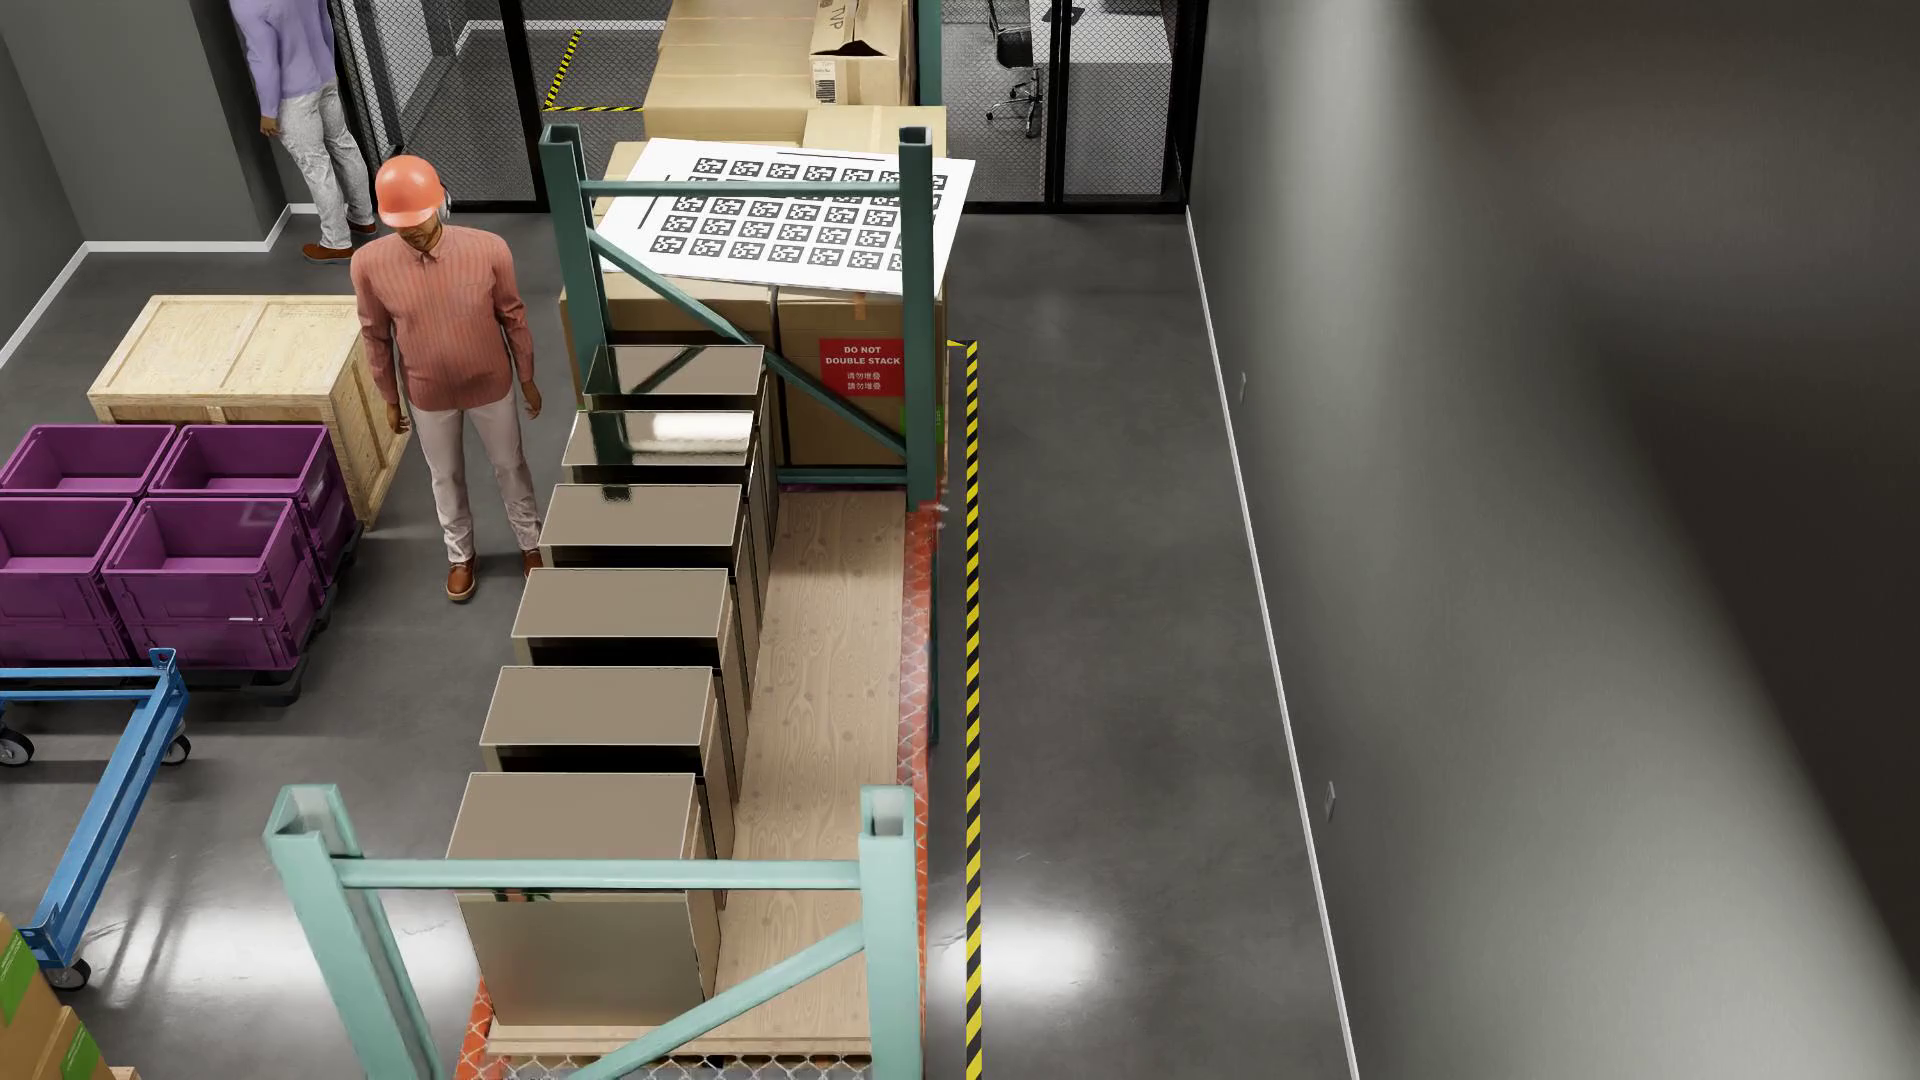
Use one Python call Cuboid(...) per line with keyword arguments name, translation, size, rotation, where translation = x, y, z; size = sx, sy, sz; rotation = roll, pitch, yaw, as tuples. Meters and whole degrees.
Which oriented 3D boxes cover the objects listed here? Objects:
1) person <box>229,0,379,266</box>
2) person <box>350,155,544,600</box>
Cuboid(name="person", translation=(-3.401, -2.334, 8.554), size=(0.372, 1.940, 0.627), rotation=(11, 42, 12))
Cuboid(name="person", translation=(-1.972, -0.609, 6.540), size=(0.625, 1.992, 0.386), rotation=(-10, 42, -11))
